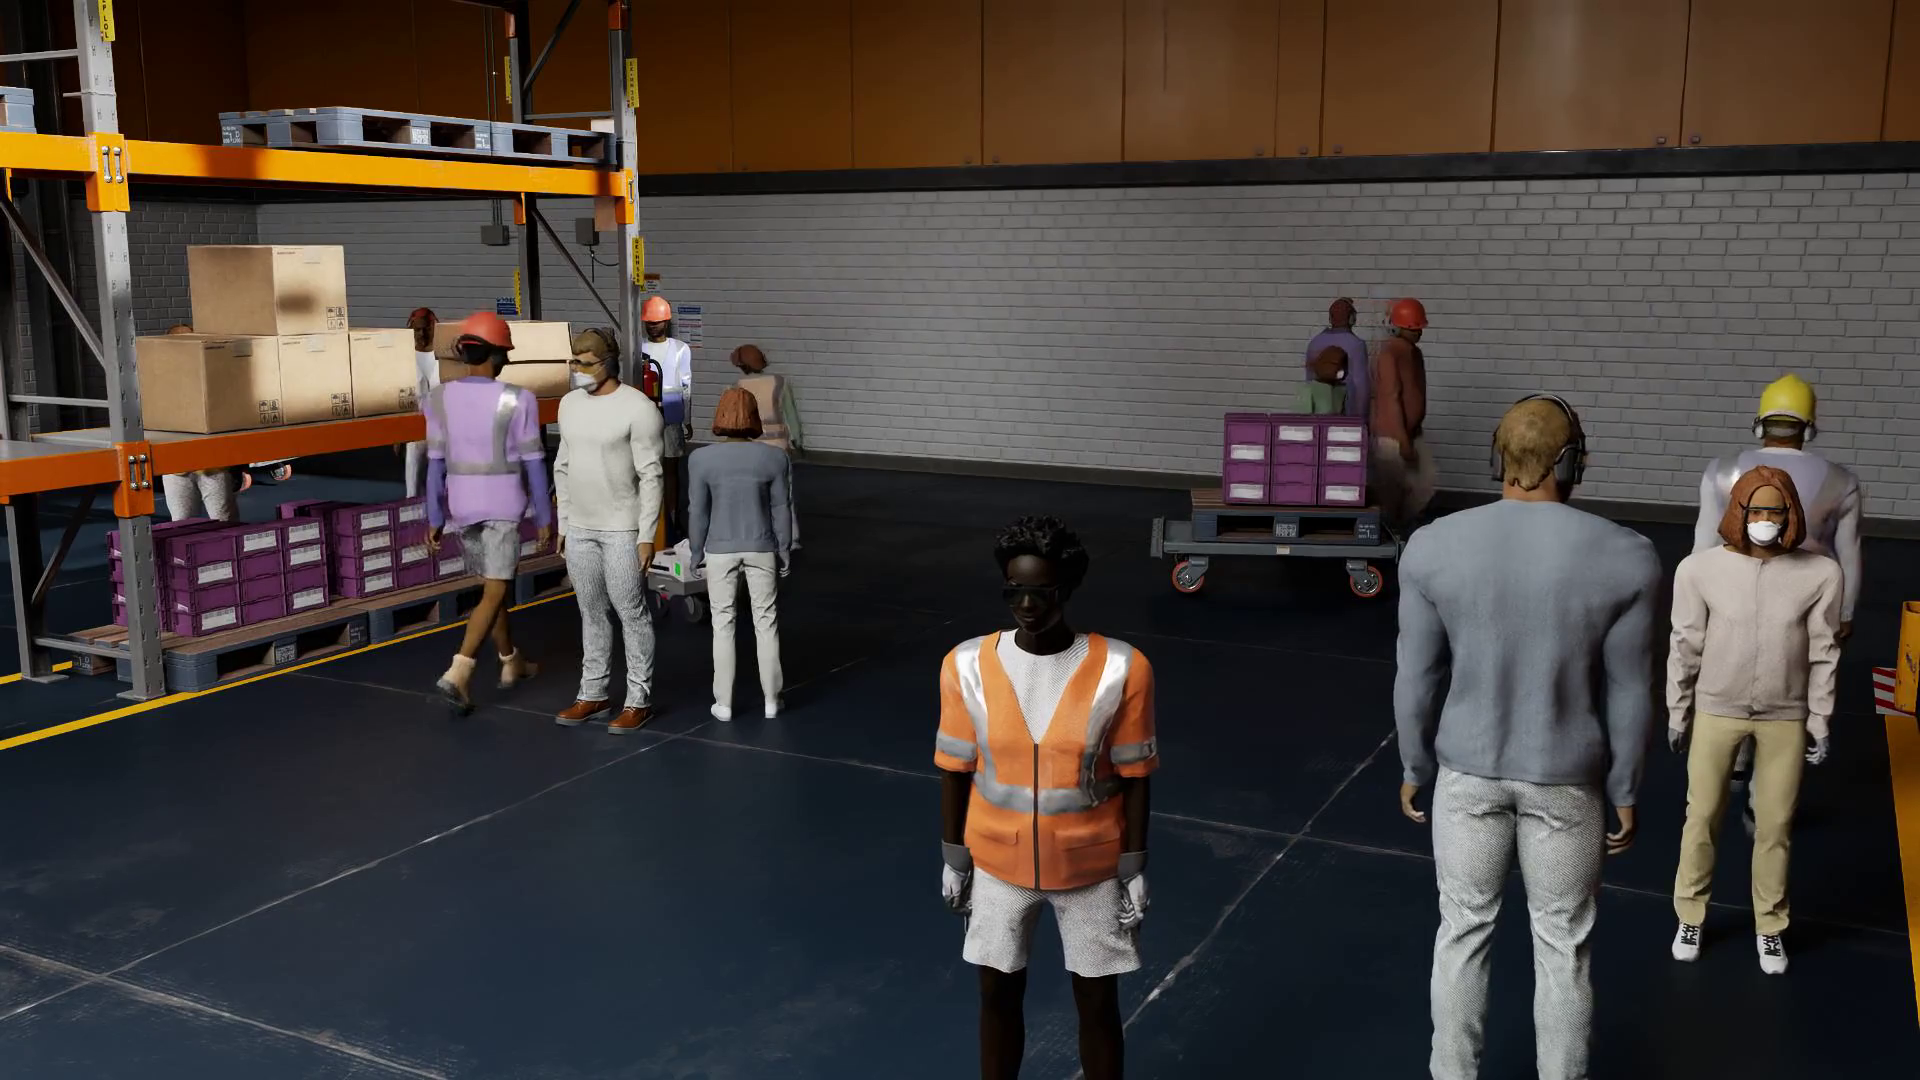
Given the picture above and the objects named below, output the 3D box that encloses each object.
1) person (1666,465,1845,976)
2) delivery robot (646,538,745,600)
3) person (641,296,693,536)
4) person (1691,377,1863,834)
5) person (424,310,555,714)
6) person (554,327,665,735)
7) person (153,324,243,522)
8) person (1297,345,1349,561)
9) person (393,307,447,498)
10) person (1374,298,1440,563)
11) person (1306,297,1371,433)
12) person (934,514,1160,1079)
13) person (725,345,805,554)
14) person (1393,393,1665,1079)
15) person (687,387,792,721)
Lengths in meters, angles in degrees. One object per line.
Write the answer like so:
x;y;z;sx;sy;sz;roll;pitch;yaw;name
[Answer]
2.503;0.569;5.286;0.493;1.624;0.282;3;10;16;person
-1.639;0.152;10.520;0.477;0.478;0.707;8;12;38;delivery robot
-2.412;-0.979;13.349;0.551;1.933;0.366;-3;10;-19;person
3.294;0.238;6.729;0.616;1.782;0.921;5;11;28;person
-2.410;-0.149;8.390;0.628;2.004;1.001;2;10;13;person
-1.684;-0.042;7.933;0.627;1.934;0.372;6;11;29;person
-4.896;-0.464;10.663;0.620;1.836;0.429;-1;10;-4;person
2.642;-0.669;12.514;0.510;1.606;0.629;-9;13;-42;person
-3.989;-0.805;12.531;0.578;1.878;0.349;-3;10;-18;person
3.234;-0.774;12.080;0.498;1.956;0.615;8;13;40;person
3.178;-1.057;13.863;0.410;1.913;0.651;-6;12;-32;person
0.201;0.768;3.959;0.537;1.690;0.323;2;10;12;person
-1.474;-0.668;12.526;0.594;1.597;0.323;-1;10;-8;person
1.409;0.601;4.208;0.629;1.934;0.376;4;11;23;person
-1.072;0.072;8.133;0.507;1.632;0.267;-2;10;-11;person
